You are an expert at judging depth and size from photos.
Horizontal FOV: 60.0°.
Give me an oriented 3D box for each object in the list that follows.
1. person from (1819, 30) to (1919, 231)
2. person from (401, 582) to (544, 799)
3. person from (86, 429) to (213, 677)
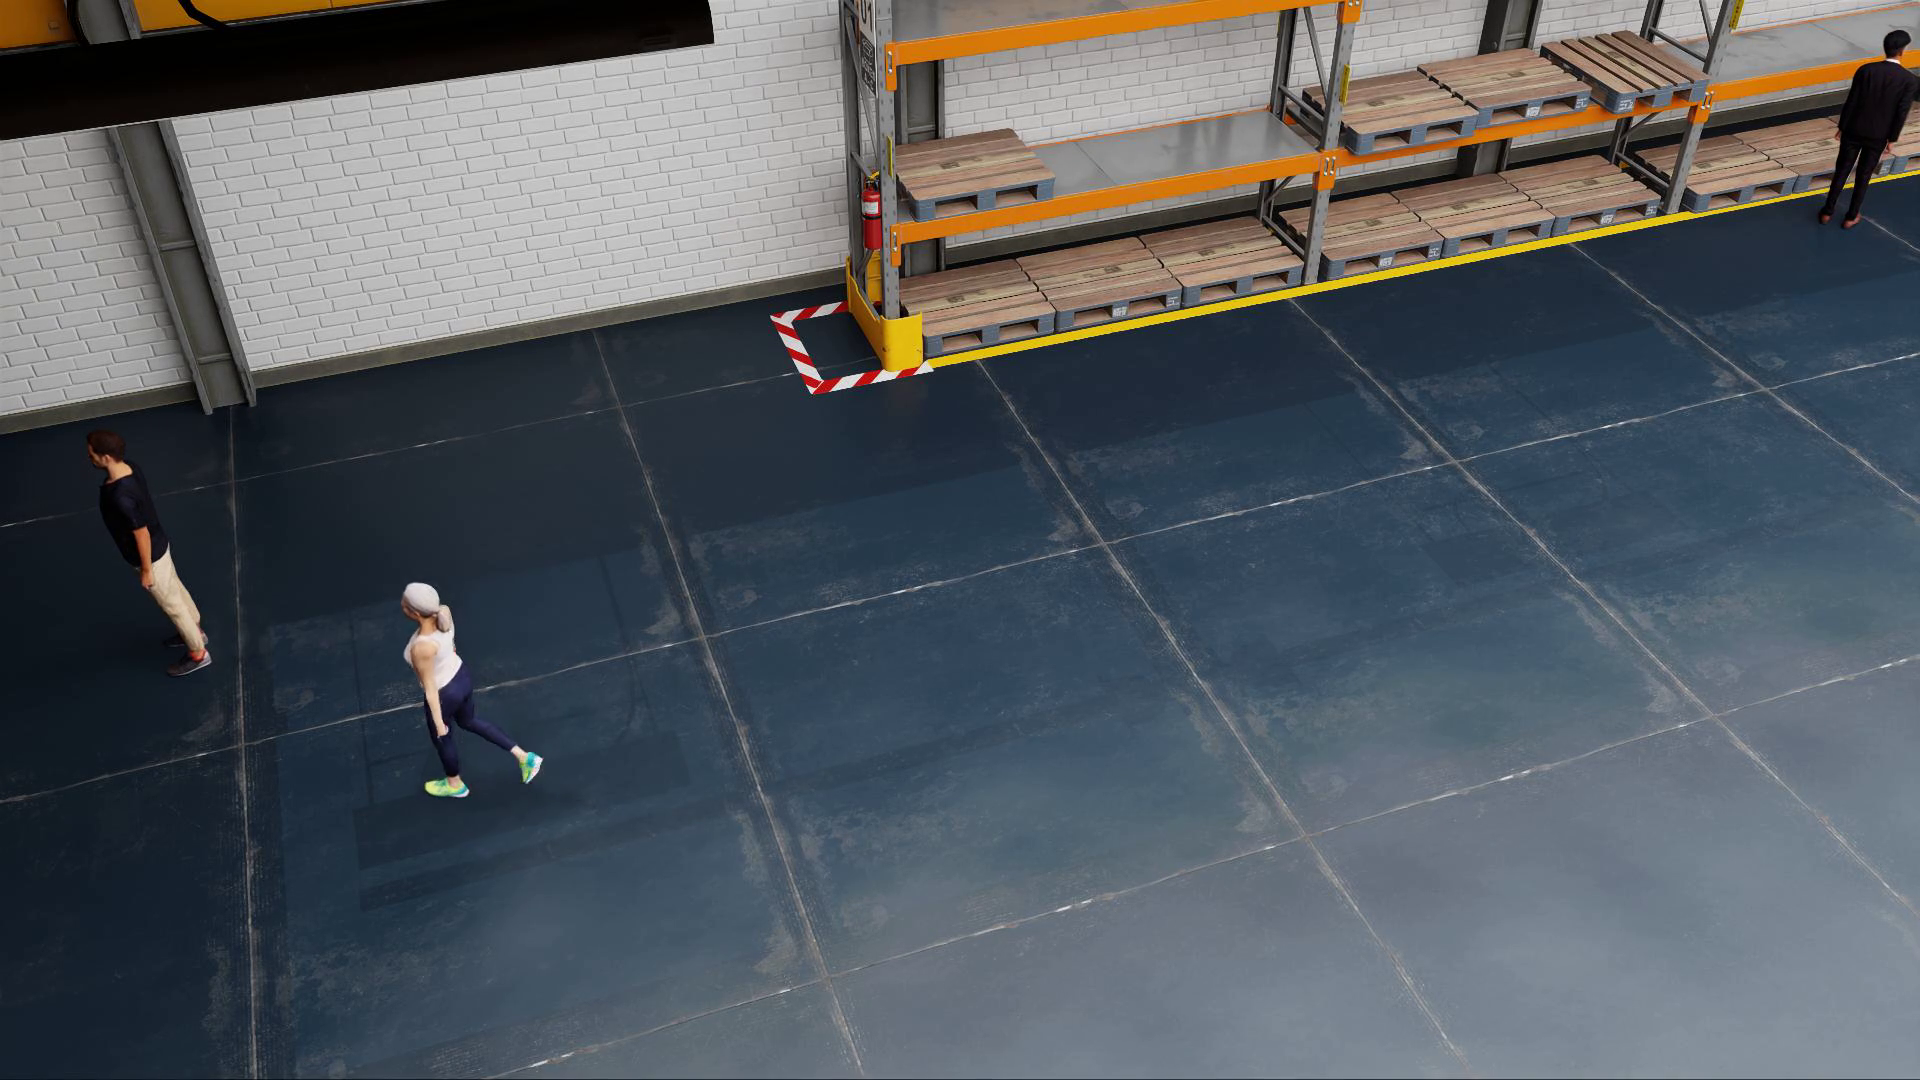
[{"bbox_3d":[8.466,-3.821,15.522,0.766,1.877,0.785,22,44,25],"label":"person"},{"bbox_3d":[-2.913,0.911,9.750,1.091,1.687,0.913,6,39,7],"label":"person"},{"bbox_3d":[-5.200,0.068,10.670,0.520,1.857,0.650,-14,41,-17],"label":"person"}]
